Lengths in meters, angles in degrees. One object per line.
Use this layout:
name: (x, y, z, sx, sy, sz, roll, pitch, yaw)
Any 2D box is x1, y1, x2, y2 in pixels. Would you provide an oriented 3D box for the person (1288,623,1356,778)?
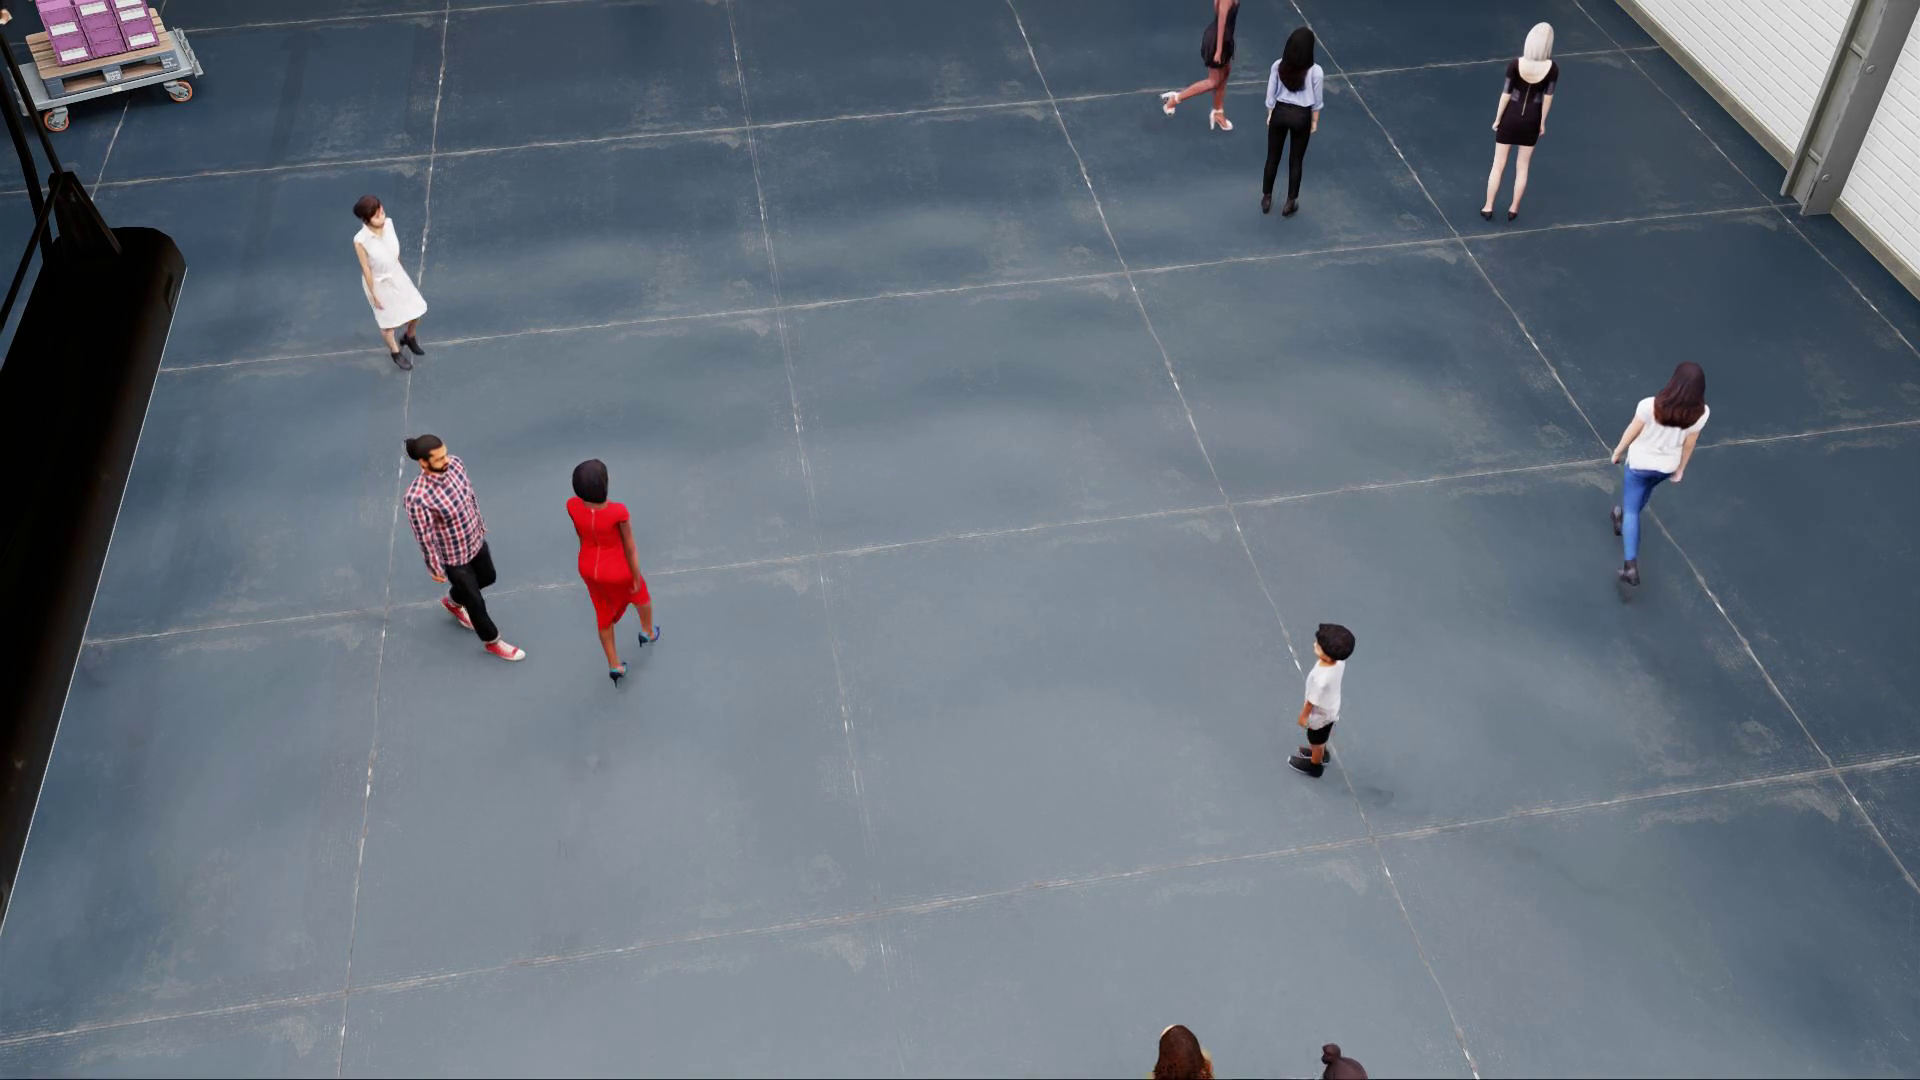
person: (2.211, 0.980, 9.881, 0.634, 1.248, 0.566, 23, 48, 23)

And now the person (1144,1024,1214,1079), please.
person: (1.030, 2.789, 7.842, 0.819, 1.443, 1.074, -21, 48, -21)

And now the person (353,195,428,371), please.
person: (-4.467, -1.982, 12.777, 0.761, 1.543, 0.695, 23, 48, 23)

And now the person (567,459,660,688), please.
person: (-2.208, 0.258, 10.292, 0.713, 1.727, 0.857, 6, 44, 6)

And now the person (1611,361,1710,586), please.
person: (4.598, -0.416, 11.058, 0.818, 1.646, 1.174, 3, 44, 3)

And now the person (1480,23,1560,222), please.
person: (4.791, -3.563, 14.230, 0.647, 1.829, 0.629, 8, 44, 8)

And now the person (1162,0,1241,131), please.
person: (2.297, -4.569, 15.327, 0.829, 1.772, 0.938, 7, 44, 8)

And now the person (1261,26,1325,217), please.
person: (2.846, -3.603, 14.333, 0.734, 1.744, 0.738, 14, 45, 14)

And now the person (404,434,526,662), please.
person: (-3.221, 0.007, 10.533, 1.027, 1.758, 1.017, 14, 45, 15)
